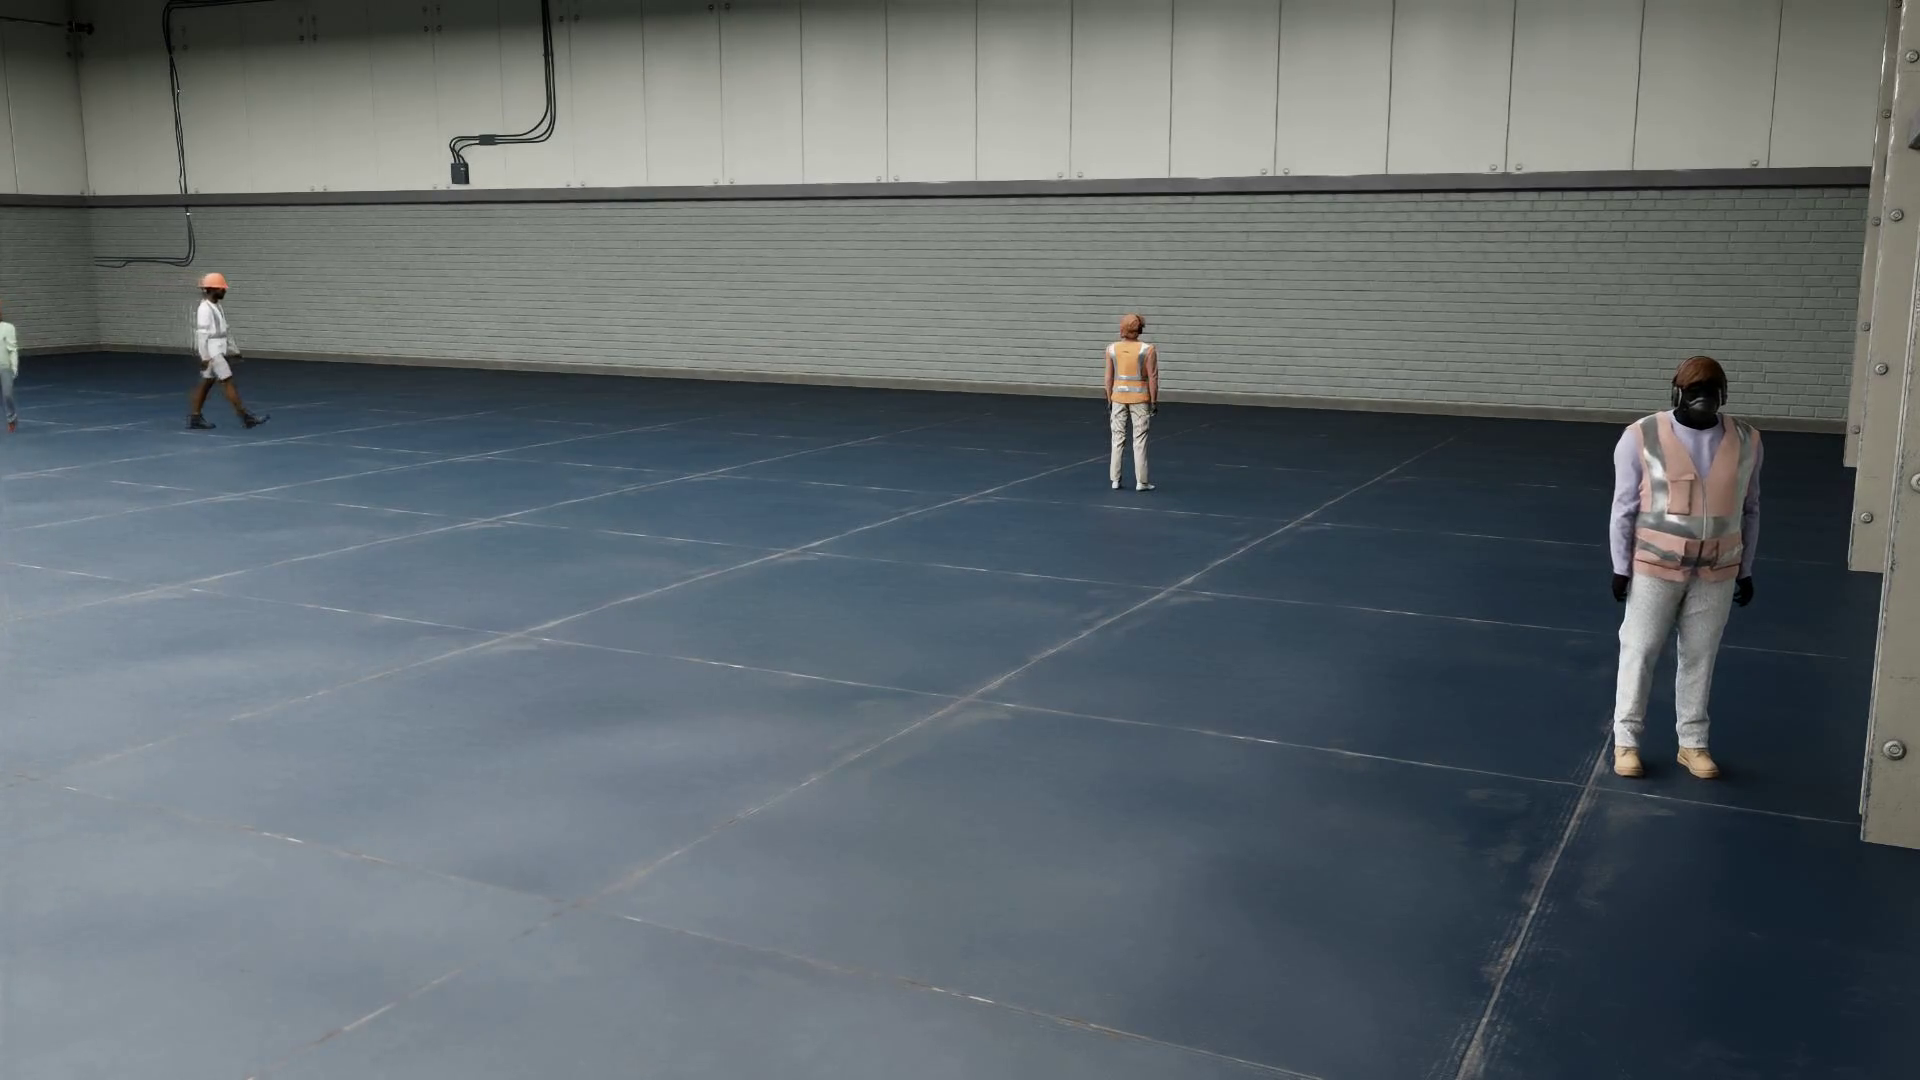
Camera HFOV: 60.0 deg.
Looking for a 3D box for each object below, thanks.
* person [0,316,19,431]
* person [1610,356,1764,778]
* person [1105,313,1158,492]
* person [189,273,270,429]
[{"bbox_3d":[-11.398,-2.040,19.686,0.506,1.599,0.787,-4,11,-20],"label":"person"},{"bbox_3d":[3.138,0.125,7.209,0.625,1.843,0.430,1,10,5],"label":"person"},{"bbox_3d":[1.577,-1.261,15.315,0.514,1.641,0.308,5,12,26],"label":"person"},{"bbox_3d":[-8.952,-2.279,20.181,0.997,1.885,0.565,-2,11,-13],"label":"person"}]
